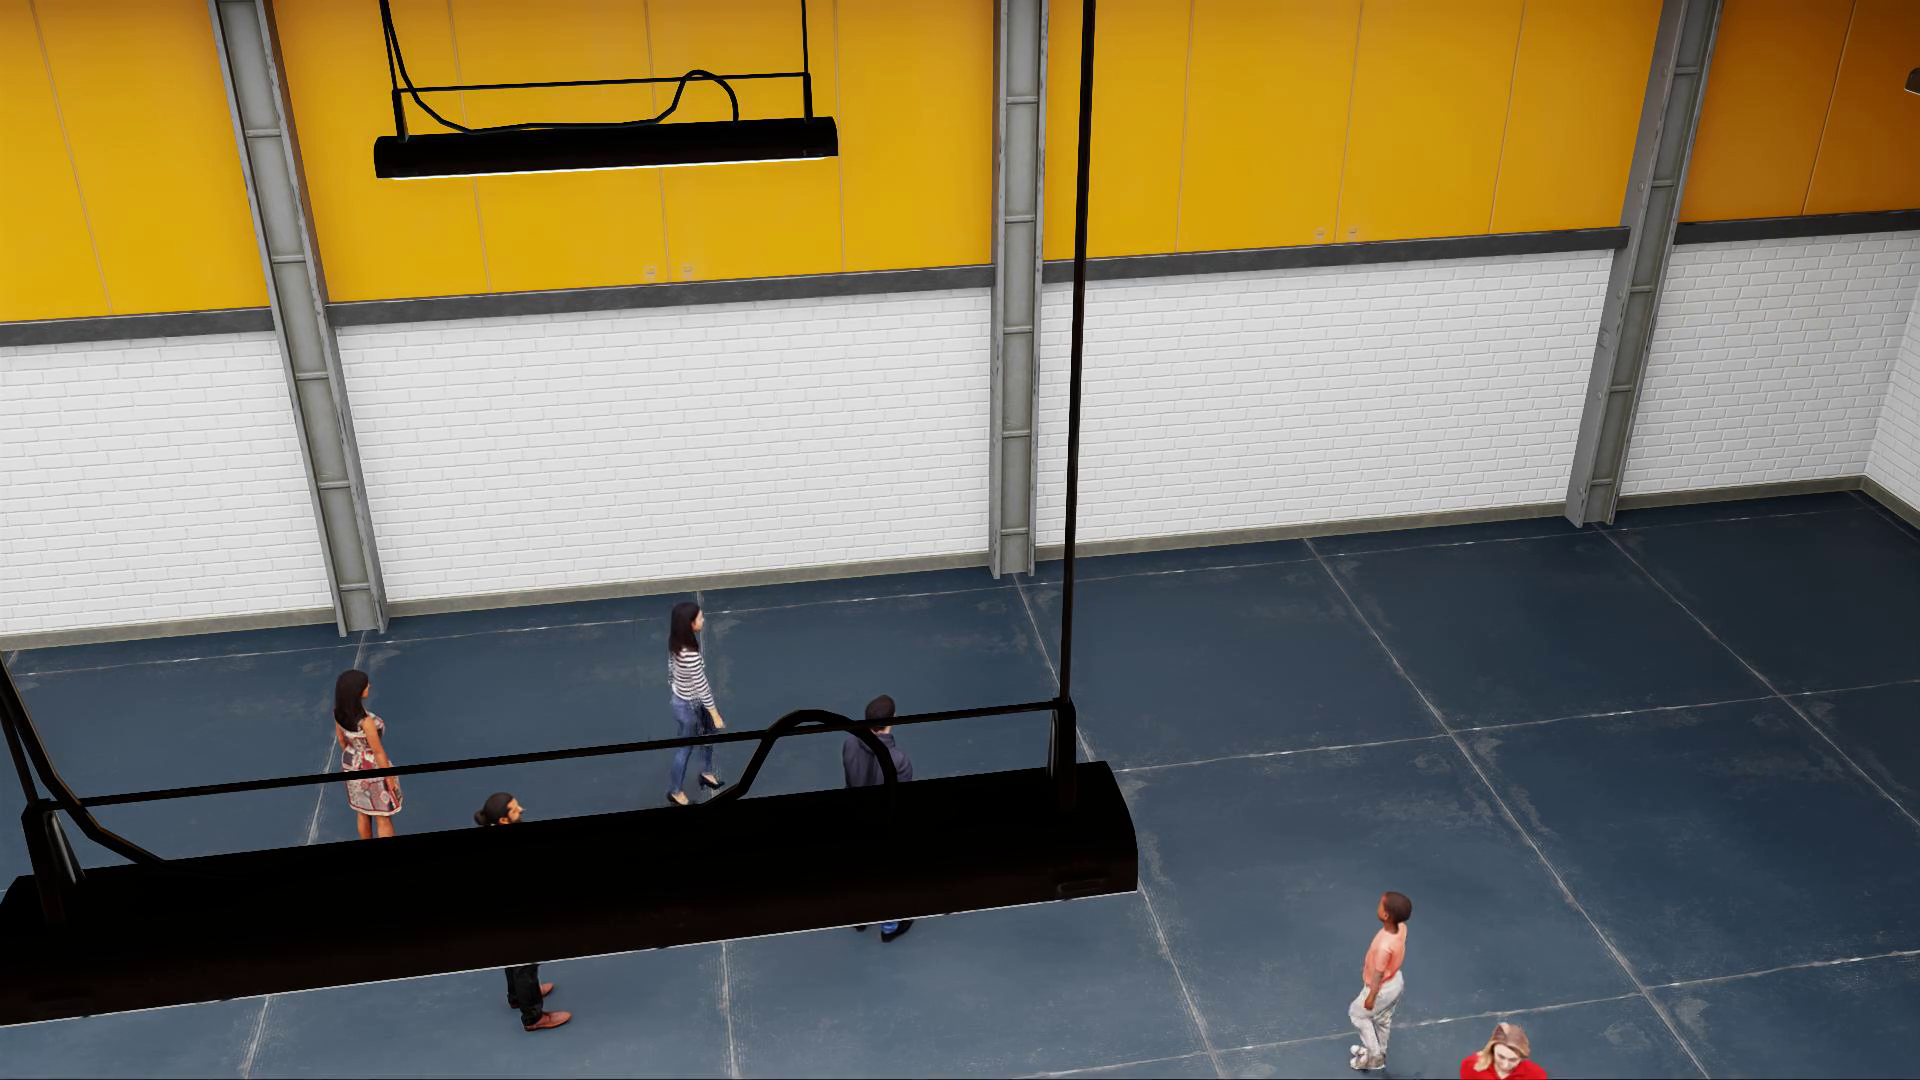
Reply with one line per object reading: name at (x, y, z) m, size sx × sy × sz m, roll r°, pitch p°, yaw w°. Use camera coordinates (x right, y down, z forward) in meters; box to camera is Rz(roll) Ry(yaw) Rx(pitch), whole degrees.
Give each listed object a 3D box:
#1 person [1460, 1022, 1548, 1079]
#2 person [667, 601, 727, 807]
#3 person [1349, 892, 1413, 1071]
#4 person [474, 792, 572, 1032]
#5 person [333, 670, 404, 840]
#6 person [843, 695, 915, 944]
person at (2.896, 3.169, 9.001) m, size 0.845 × 1.674 × 0.877 m, roll 9°, pitch 30°, yaw 17°
person at (-2.104, 1.279, 12.365) m, size 0.765 × 1.771 × 0.681 m, roll -10°, pitch 30°, yaw -18°
person at (2.648, 2.737, 10.184) m, size 0.641 × 1.299 × 0.577 m, roll 19°, pitch 34°, yaw 31°
person at (-2.804, 2.317, 10.478) m, size 0.713 × 1.754 × 0.731 m, roll -16°, pitch 32°, yaw -26°
person at (-4.217, 1.644, 11.829) m, size 0.704 × 1.643 × 0.771 m, roll 18°, pitch 33°, yaw 29°
person at (-0.554, 1.877, 11.145) m, size 0.724 × 1.888 × 0.809 m, roll 15°, pitch 32°, yaw 25°
